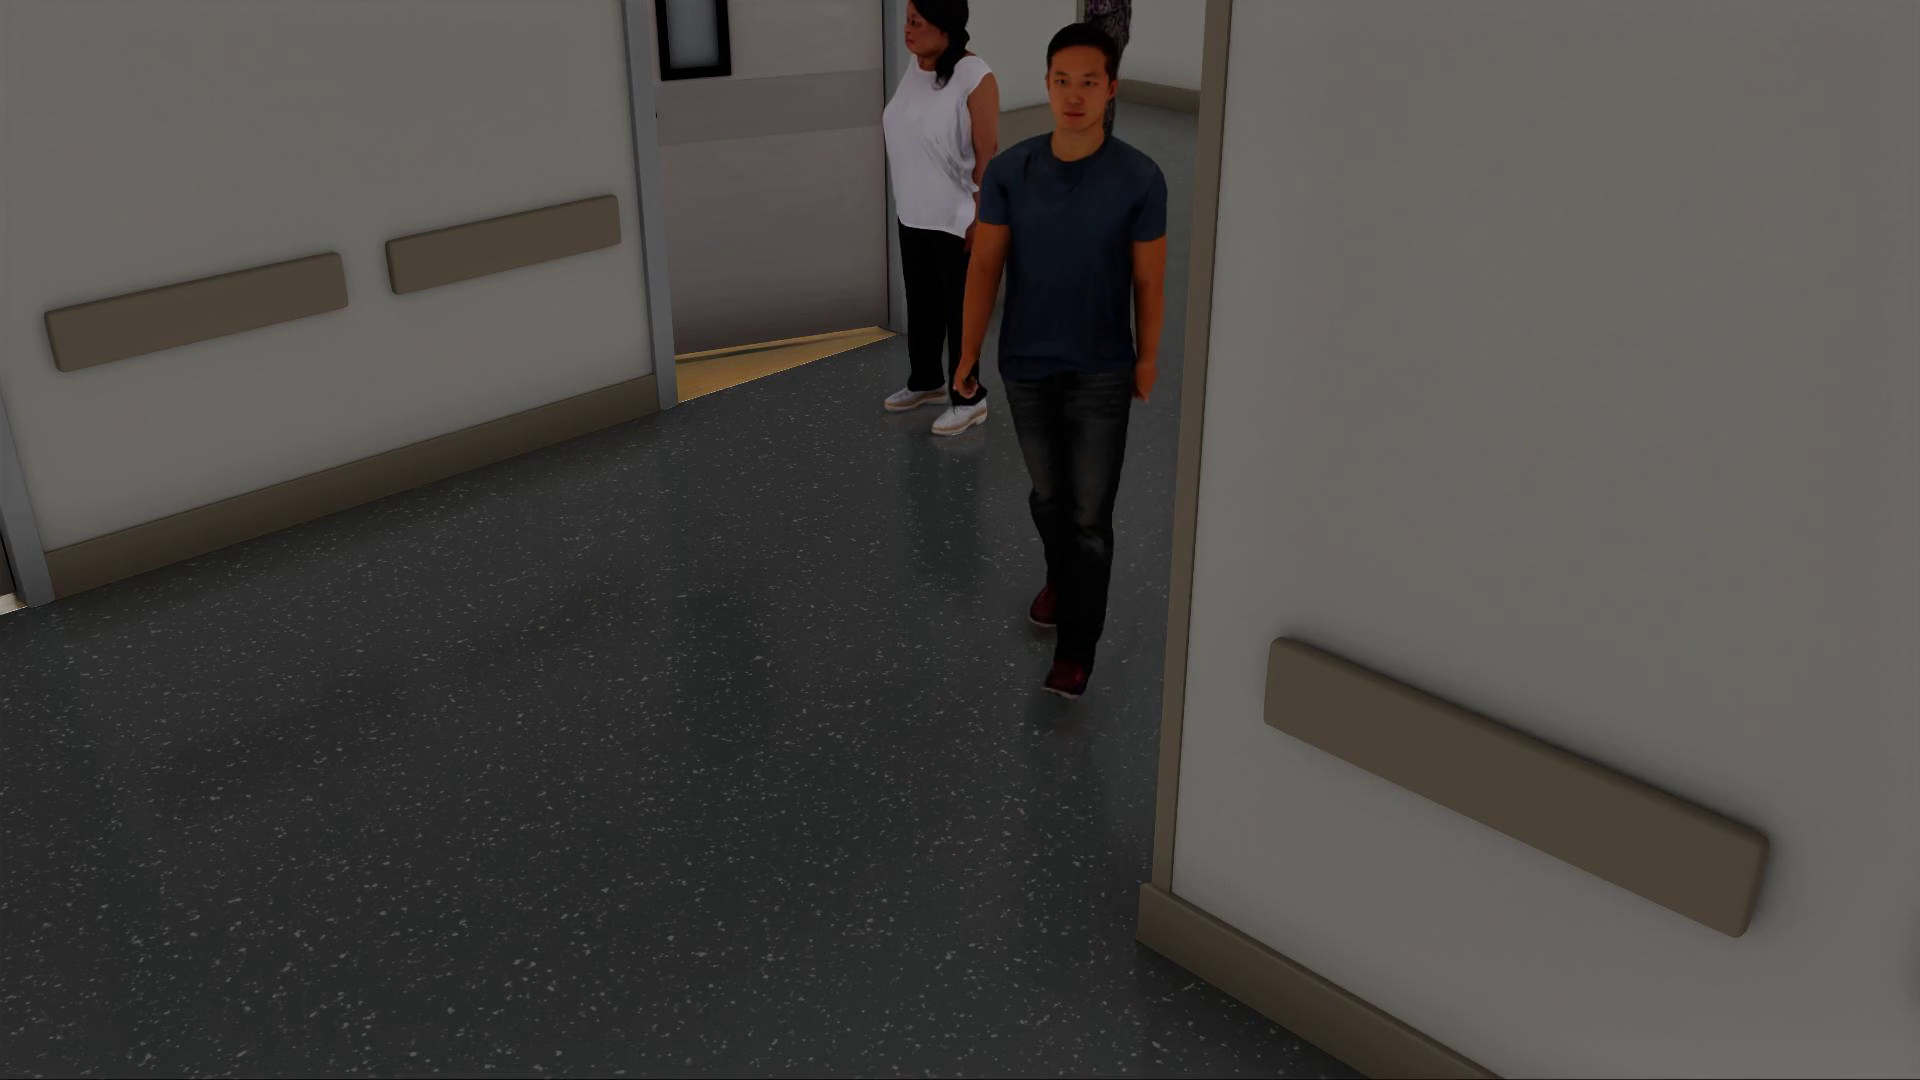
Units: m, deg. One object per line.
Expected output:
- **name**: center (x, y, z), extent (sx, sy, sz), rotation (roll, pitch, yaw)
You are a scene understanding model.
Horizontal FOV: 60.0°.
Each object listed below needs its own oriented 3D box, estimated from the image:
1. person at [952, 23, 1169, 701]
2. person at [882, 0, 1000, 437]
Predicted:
- **person**: center (0.313, -0.521, 4.660), extent (0.972, 1.776, 1.163), rotation (9, 27, 17)
- **person**: center (-0.076, -1.248, 6.269), extent (0.659, 1.688, 0.698), rotation (-17, 30, -31)
